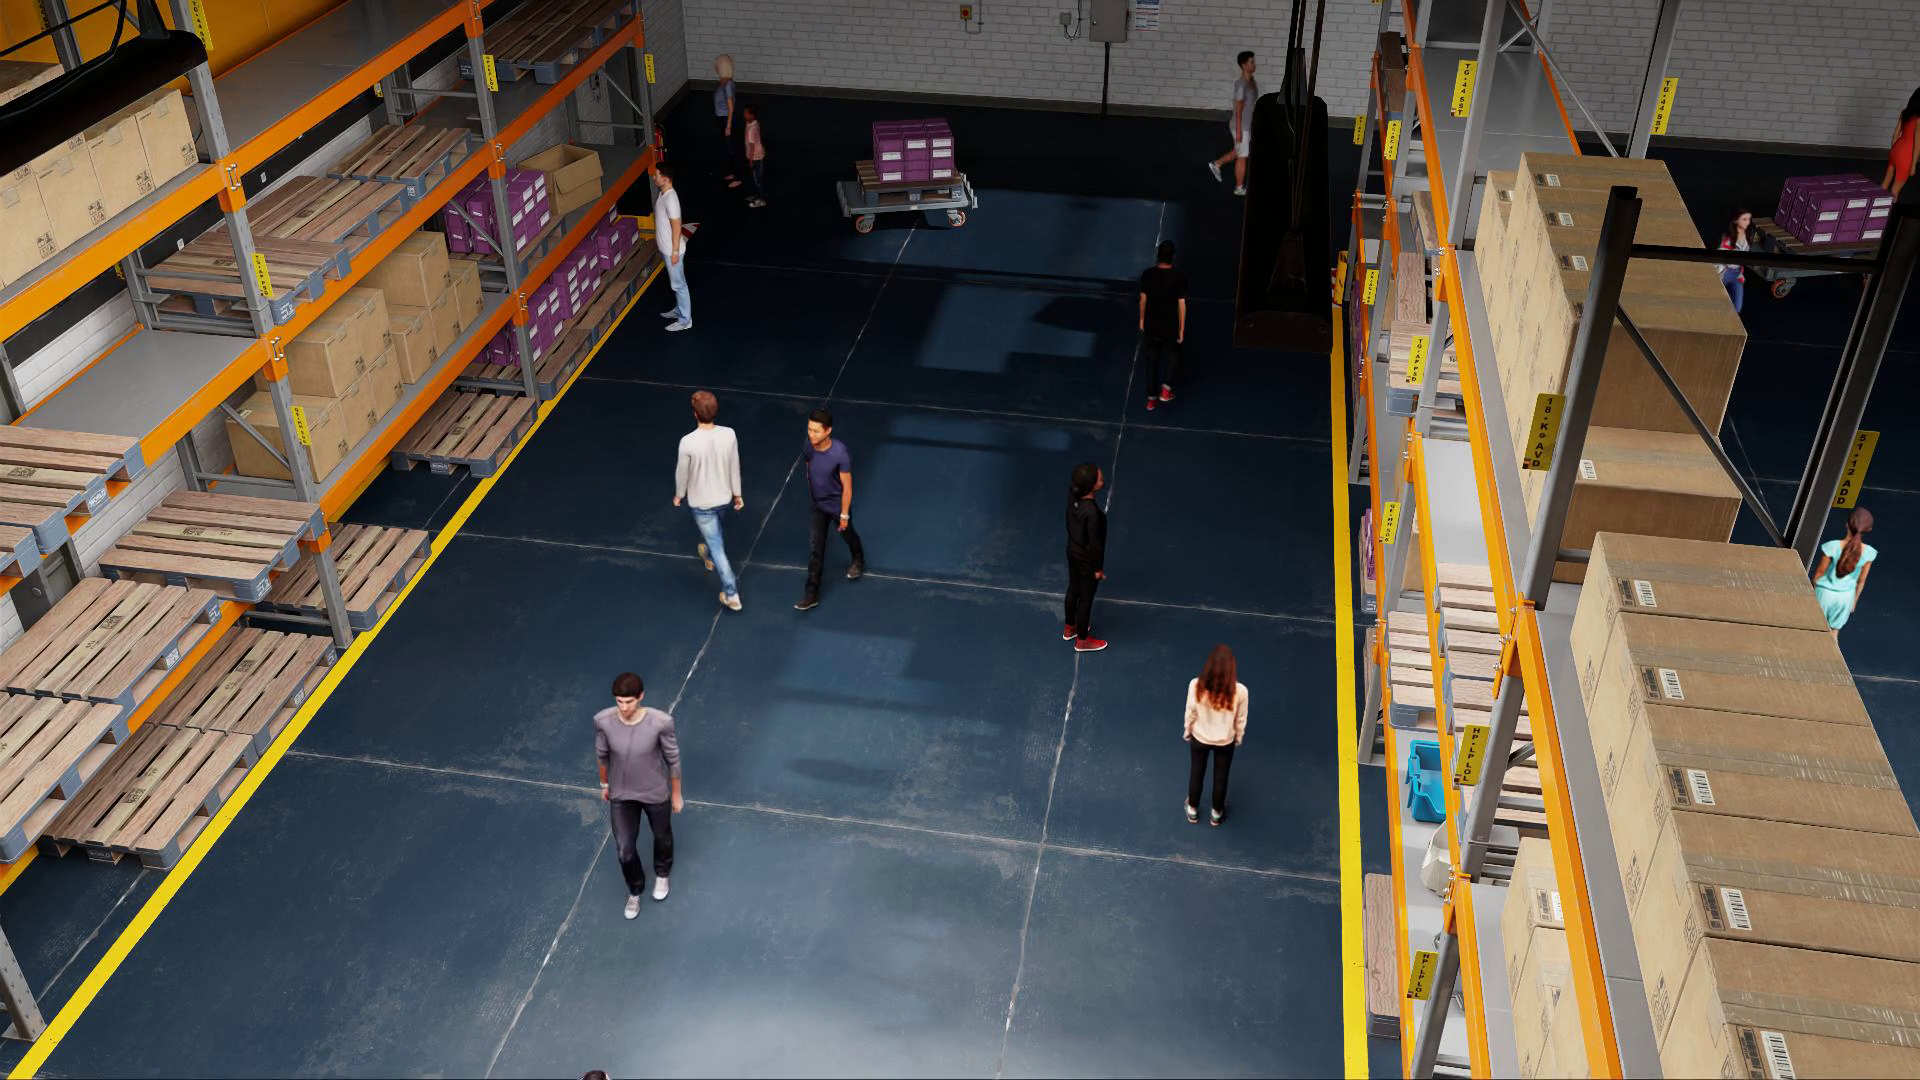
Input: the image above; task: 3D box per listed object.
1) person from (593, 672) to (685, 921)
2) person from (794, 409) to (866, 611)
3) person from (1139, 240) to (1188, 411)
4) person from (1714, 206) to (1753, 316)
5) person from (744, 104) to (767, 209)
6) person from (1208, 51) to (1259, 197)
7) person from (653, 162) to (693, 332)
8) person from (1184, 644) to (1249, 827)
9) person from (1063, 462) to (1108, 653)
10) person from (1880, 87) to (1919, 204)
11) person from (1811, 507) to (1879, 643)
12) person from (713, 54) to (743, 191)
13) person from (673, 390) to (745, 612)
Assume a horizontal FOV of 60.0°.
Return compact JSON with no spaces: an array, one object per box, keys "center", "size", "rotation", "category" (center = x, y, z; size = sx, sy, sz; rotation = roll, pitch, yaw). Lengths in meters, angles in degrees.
[{"center":[-2.049,1.551,10.745],"size":[0.771,1.840,0.778],"rotation":[-1,34,-1],"category":"person"},{"center":[-1.000,-0.326,13.655],"size":[0.920,1.744,1.236],"rotation":[18,37,25],"category":"person"},{"center":[1.954,-2.053,16.252],"size":[0.739,1.746,0.719],"rotation":[15,36,21],"category":"person"},{"center":[7.970,-2.769,17.467],"size":[0.812,1.593,0.903],"rotation":[-12,35,-17],"category":"person"},{"center":[-2.515,-4.825,20.823],"size":[0.633,1.302,0.503],"rotation":[-1,34,-2],"category":"person"},{"center":[3.482,-5.250,20.975],"size":[0.906,1.841,0.975],"rotation":[15,37,22],"category":"person"},{"center":[-3.073,-3.157,17.805],"size":[0.812,1.866,0.657],"rotation":[-7,34,-11],"category":"person"},{"center":[1.735,1.339,11.386],"size":[0.568,1.483,0.496],"rotation":[7,34,10],"category":"person"},{"center":[0.971,0.127,13.036],"size":[0.746,1.674,0.655],"rotation":[-14,36,-20],"category":"person"},{"center":[11.428,-4.643,20.170],"size":[0.715,1.722,0.575],"rotation":[-5,34,-8],"category":"person"},{"center":[6.661,0.429,12.687],"size":[0.547,1.558,0.523],"rotation":[7,34,10],"category":"person"},{"center":[-2.952,-5.348,21.231],"size":[0.717,1.722,0.587],"rotation":[-8,34,-12],"category":"person"},{"center":[-1.984,-0.278,13.485],"size":[1.167,1.853,1.260],"rotation":[-19,38,-26],"category":"person"}]
